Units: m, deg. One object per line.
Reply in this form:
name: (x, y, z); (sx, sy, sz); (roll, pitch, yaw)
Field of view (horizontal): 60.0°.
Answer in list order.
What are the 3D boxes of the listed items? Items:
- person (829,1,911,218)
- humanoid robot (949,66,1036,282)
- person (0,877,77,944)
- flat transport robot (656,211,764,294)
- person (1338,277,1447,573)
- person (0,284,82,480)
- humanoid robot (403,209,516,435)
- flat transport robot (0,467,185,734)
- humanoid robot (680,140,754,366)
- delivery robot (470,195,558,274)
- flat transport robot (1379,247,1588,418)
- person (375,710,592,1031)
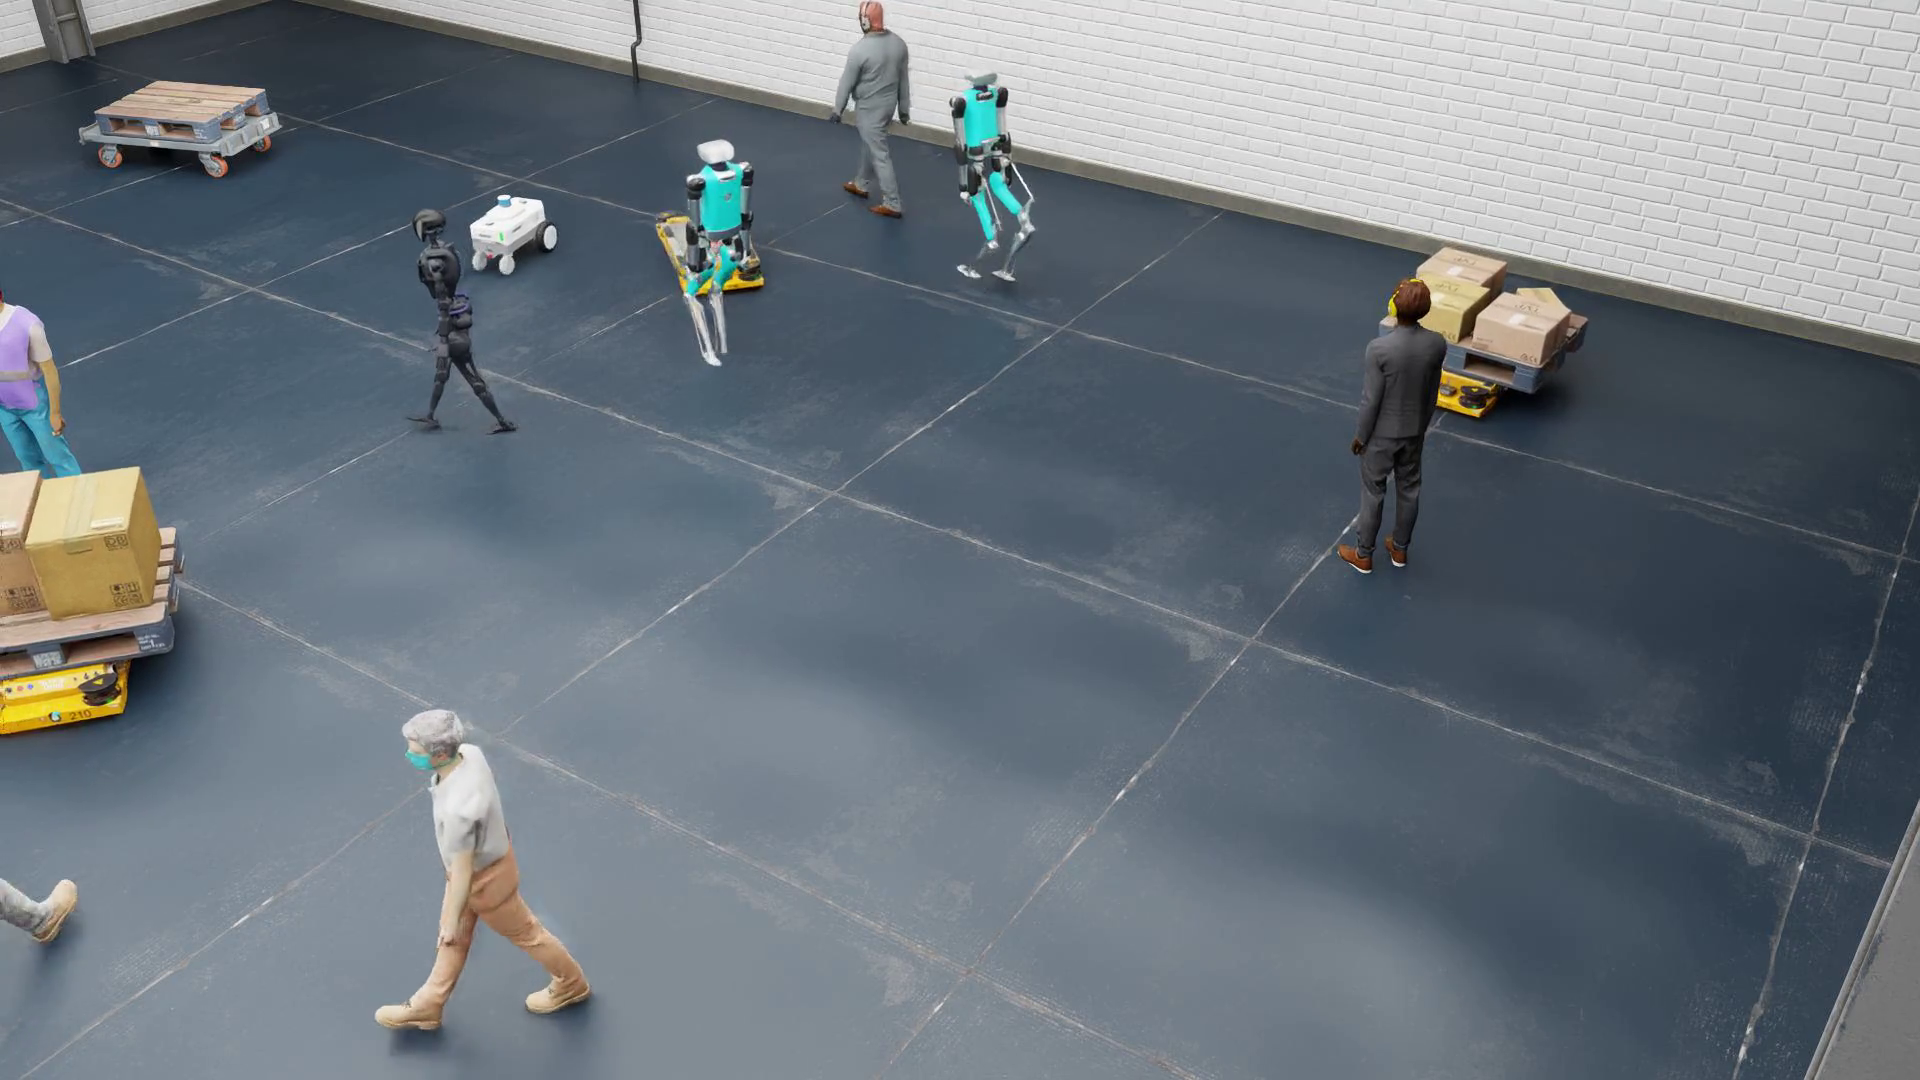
person: (-0.852, -3.833, 14.744); (0.934, 1.856, 0.636); (21, 38, 30)
humanoid robot: (0.311, -2.830, 13.321); (0.530, 1.775, 0.855); (-22, 39, -30)
person: (-4.311, 1.183, 6.978); (0.477, 1.832, 0.931); (4, 33, 6)
flat transport robot: (-2.135, -2.457, 14.080); (0.659, 0.231, 1.431); (-10, 34, -15)
person: (2.548, -0.656, 9.794); (0.492, 1.875, 0.362); (-7, 33, -11)
person: (-5.667, -0.828, 10.087); (0.563, 1.846, 0.391); (8, 34, 13)
humanoid robot: (-3.490, -1.433, 11.213); (0.758, 1.631, 0.591); (-8, 34, -12)
flat transport robot: (-5.029, 0.554, 9.393); (0.659, 0.231, 1.431); (-10, 34, -15)
humanoid robot: (-1.846, -2.109, 12.211); (0.537, 1.803, 0.755); (-23, 39, -31)
delivery robot: (-3.809, -2.632, 14.060); (0.499, 0.565, 0.746); (11, 34, 16)
flat transport robot: (3.833, -1.329, 12.324); (0.659, 0.231, 1.431); (22, 39, 31)
person: (-2.026, 1.378, 6.789); (0.919, 1.691, 0.496); (-10, 34, -16)
